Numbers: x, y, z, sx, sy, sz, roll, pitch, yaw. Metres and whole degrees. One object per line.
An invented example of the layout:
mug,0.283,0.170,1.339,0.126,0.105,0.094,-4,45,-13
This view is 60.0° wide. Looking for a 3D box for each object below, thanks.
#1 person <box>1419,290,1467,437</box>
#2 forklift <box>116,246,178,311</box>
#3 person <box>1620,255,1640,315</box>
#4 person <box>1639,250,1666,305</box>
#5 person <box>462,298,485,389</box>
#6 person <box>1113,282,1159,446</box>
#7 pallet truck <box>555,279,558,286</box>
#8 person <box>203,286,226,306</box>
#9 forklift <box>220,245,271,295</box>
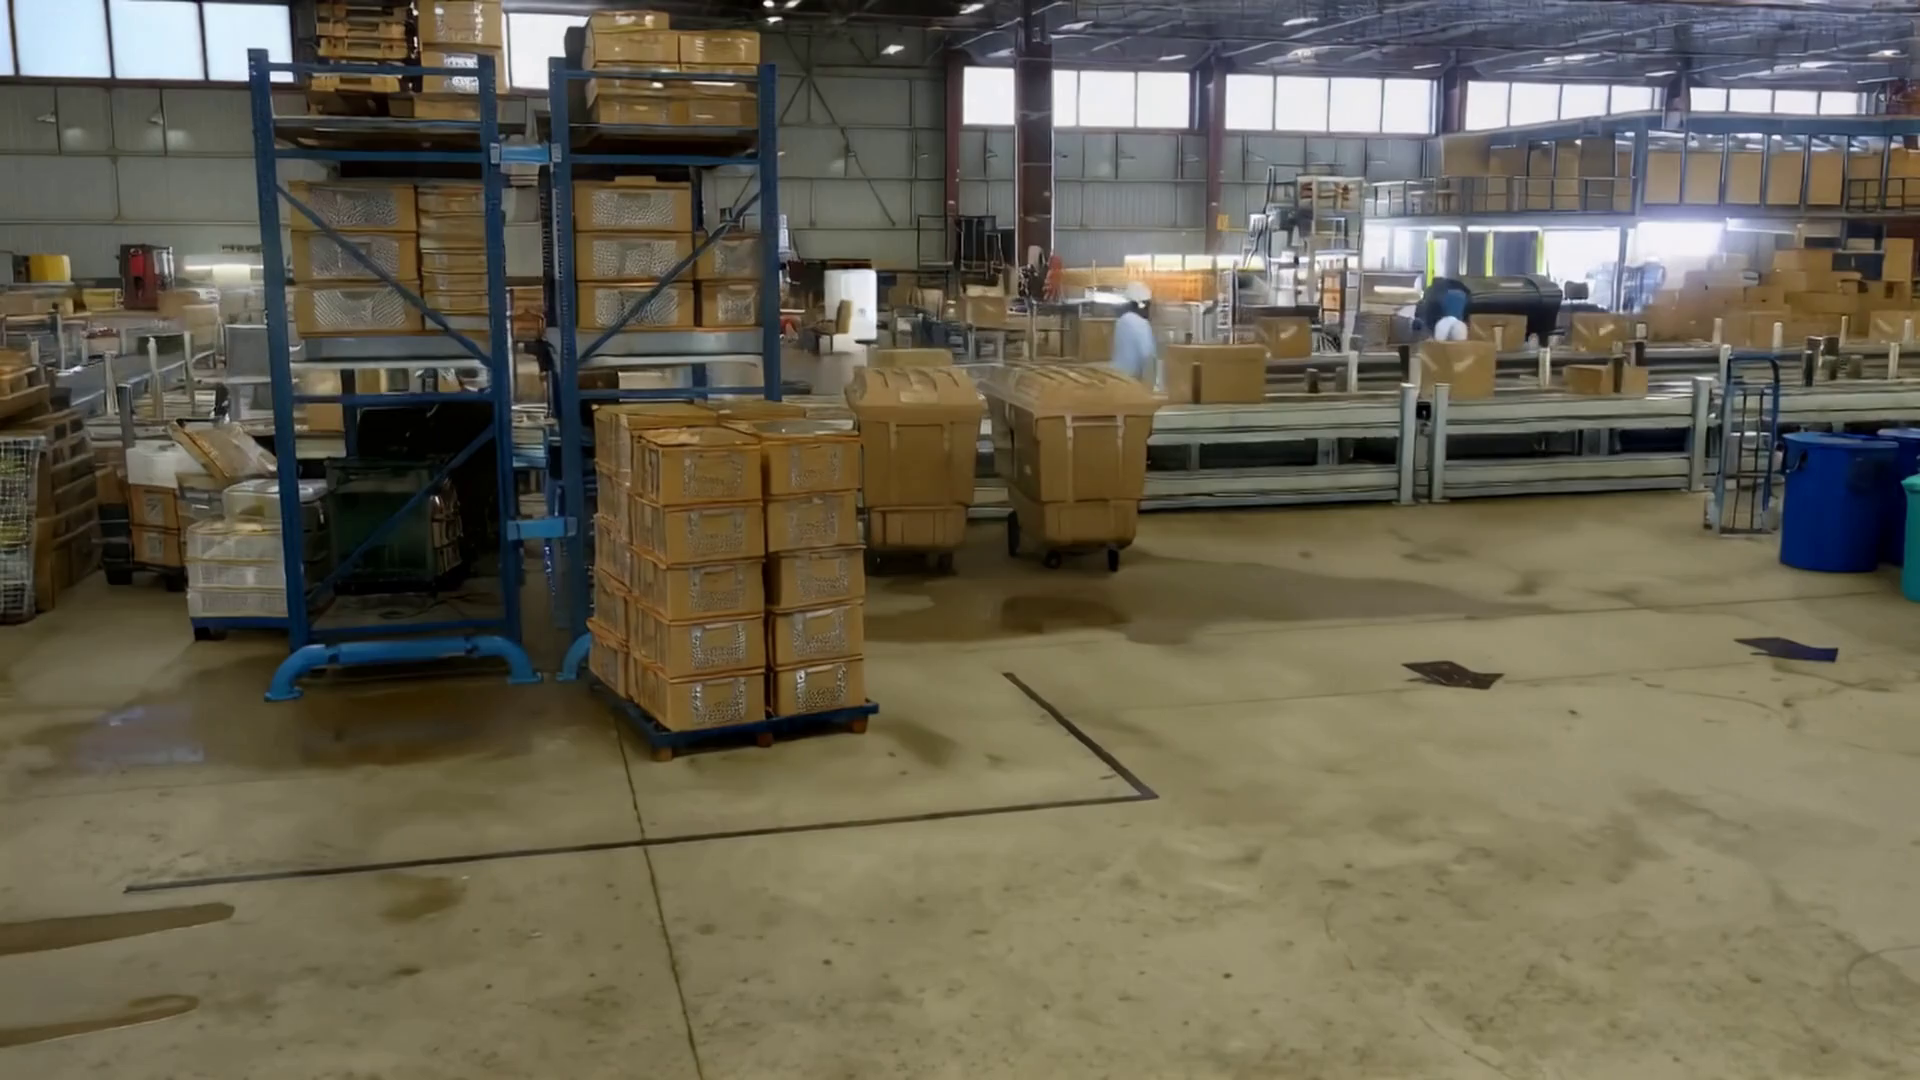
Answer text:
person,5.016,-1.761,17.321,0.519,1.686,0.543,-2,10,-14
forklift,-19.966,-6.232,40.894,1.157,1.987,2.680,-3,10,-15
person,19.446,-7.334,48.296,0.572,1.887,0.354,0,10,0
person,17.260,-6.203,41.476,0.605,2.034,0.397,4,11,23
person,-7.227,-3.108,24.774,0.395,1.740,0.544,6,11,29
person,1.599,-1.515,15.611,0.883,1.804,0.593,-3,10,-15
pallet truck,-10.604,-6.375,44.520,0.653,1.274,1.630,-3,10,-15
person,-16.610,-5.344,37.169,0.591,1.837,0.403,4,11,21
forklift,-17.749,-6.334,41.440,1.157,1.987,2.680,-3,10,-17
